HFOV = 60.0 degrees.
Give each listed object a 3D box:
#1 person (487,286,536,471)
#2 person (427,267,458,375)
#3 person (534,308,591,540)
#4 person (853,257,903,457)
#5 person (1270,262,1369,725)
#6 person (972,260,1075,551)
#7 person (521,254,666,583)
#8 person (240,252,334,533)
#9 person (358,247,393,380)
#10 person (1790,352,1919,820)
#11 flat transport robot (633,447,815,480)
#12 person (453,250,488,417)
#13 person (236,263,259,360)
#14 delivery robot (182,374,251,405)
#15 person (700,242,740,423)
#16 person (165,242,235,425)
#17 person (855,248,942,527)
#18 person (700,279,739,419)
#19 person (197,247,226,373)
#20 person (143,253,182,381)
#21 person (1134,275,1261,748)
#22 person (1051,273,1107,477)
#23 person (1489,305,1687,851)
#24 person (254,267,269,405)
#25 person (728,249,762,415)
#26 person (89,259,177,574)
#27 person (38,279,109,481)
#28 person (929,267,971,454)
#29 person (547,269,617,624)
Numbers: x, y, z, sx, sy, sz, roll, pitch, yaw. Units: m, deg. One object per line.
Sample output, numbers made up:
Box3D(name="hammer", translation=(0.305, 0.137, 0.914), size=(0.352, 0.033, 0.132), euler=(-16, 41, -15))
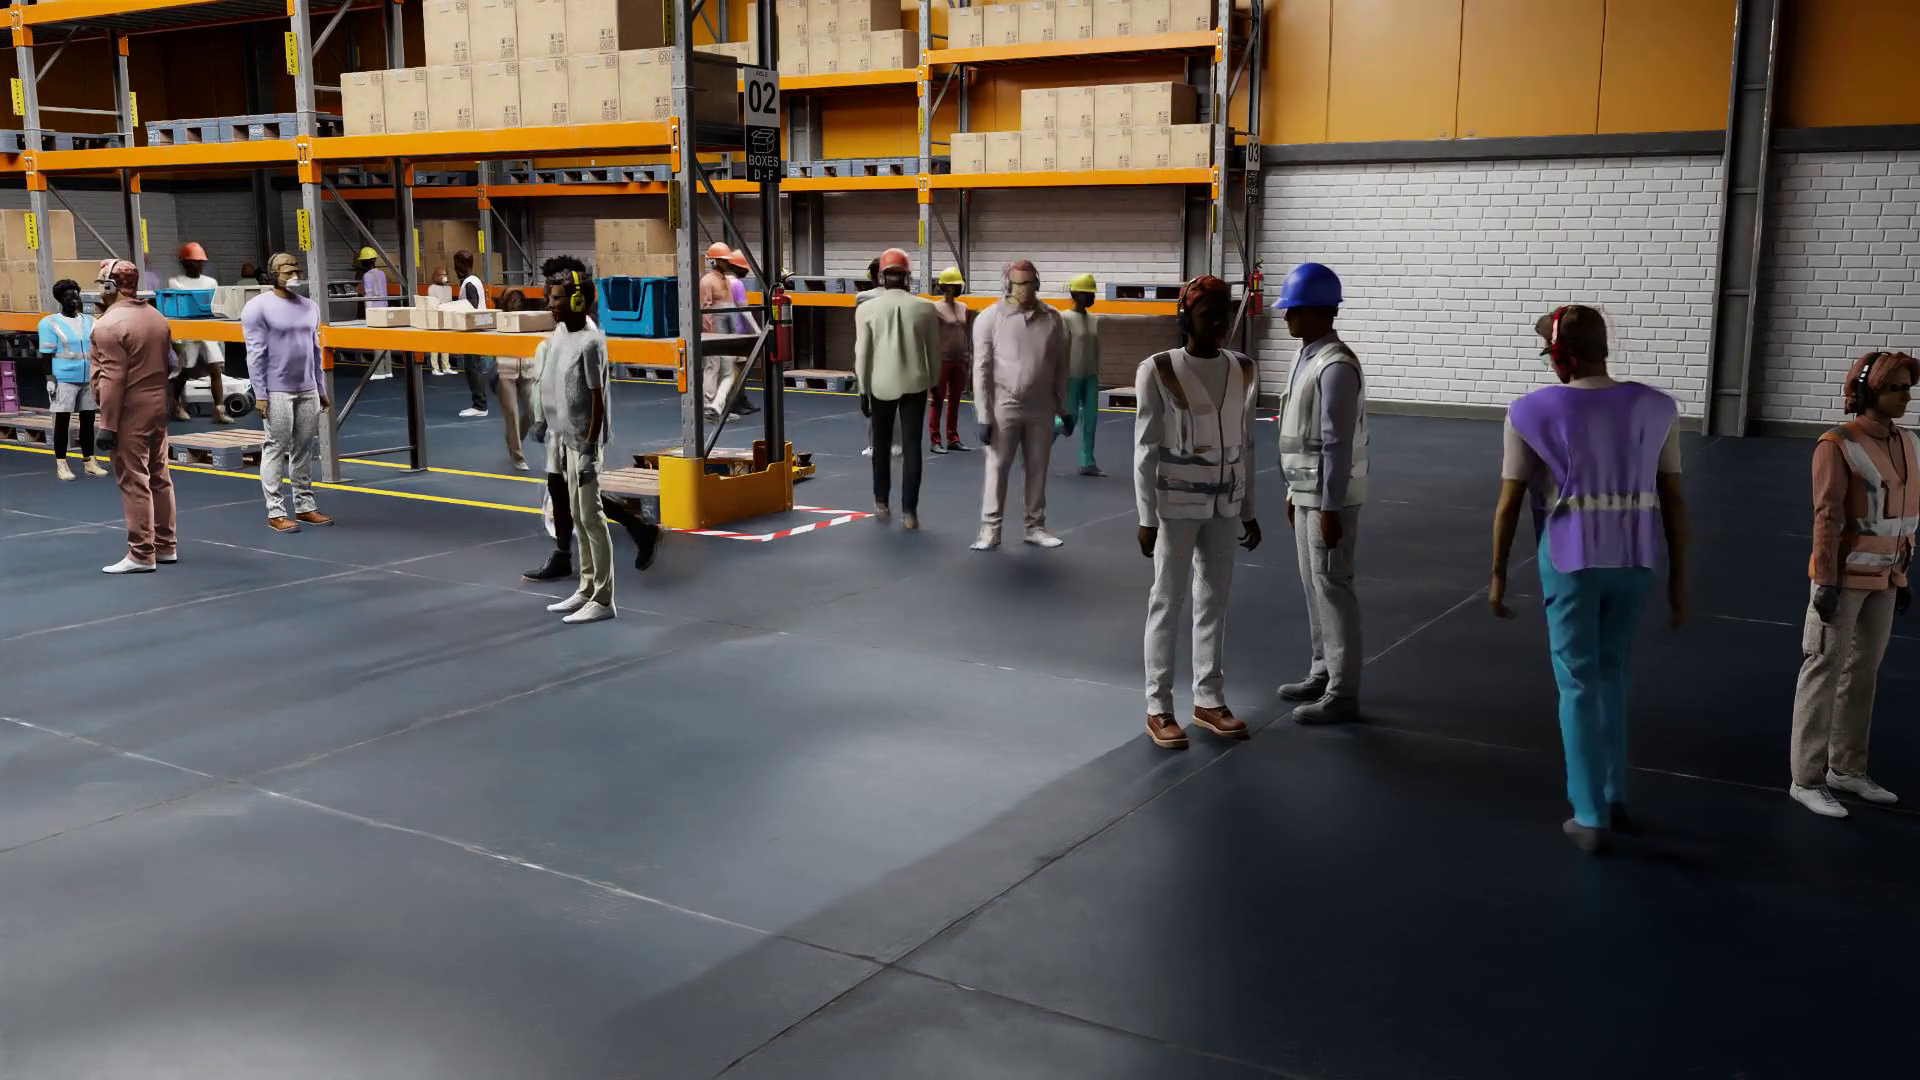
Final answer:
Box3D(name="person", translation=(-3.970, -1.445, 14.805), size=(0.535, 1.626, 0.608), euler=(-8, 13, -38))
Box3D(name="person", translation=(-7.792, -3.287, 25.003), size=(0.283, 1.626, 0.505), euler=(4, 11, 22))
Box3D(name="person", translation=(-2.653, -0.800, 11.254), size=(0.426, 1.620, 0.525), euler=(6, 12, 31))
Box3D(name="person", translation=(-0.739, -1.698, 15.529), size=(0.536, 1.865, 0.312), euler=(-3, 11, -16))
Box3D(name="person", translation=(1.502, -0.194, 7.031), size=(0.438, 1.934, 0.621), euler=(0, 10, -1))
Box3D(name="person", translation=(0.393, -0.870, 10.898), size=(0.764, 1.896, 0.393), euler=(-4, 11, -19))
Box3D(name="person", translation=(-2.198, -0.703, 9.811), size=(0.766, 1.941, 0.611), euler=(-4, 11, -19))
Box3D(name="person", translation=(-4.676, -1.030, 11.617), size=(0.371, 1.941, 0.627), euler=(5, 11, 26))
Box3D(name="person", translation=(-8.537, -3.294, 24.227), size=(0.397, 1.918, 0.588), euler=(1, 10, 4))
Box3D(name="person", translation=(3.185, 0.153, 5.896), size=(0.511, 1.640, 0.308), euler=(-6, 12, -30))
Box3D(name="flat transport robot", translation=(-2.012, -0.645, 14.112), size=(1.431, 0.197, 0.652), euler=(3, 11, 17))
Box3D(name="person", translation=(-5.625, -2.381, 19.207), size=(0.404, 1.903, 0.617), euler=(-3, 11, -16))
Box3D(name="person", translation=(-11.985, -3.861, 28.152), size=(0.283, 1.631, 0.503), euler=(10, 14, 44))
Box3D(name="delivery robot", translation=(-8.544, -1.736, 19.108), size=(0.707, 0.478, 0.477), euler=(-3, 11, -16))
Box3D(name="person", translation=(-2.672, -2.300, 18.503), size=(0.394, 1.992, 0.622), euler=(3, 11, 16))
Box3D(name="person", translation=(-8.480, -2.279, 18.380), size=(1.010, 2.008, 0.619), euler=(7, 12, 33))
Box3D(name="person", translation=(-0.446, -1.107, 12.004), size=(0.634, 1.955, 0.952), euler=(-1, 10, -5))
Box3D(name="person", translation=(-2.699, -2.111, 18.487), size=(0.518, 1.613, 0.609), euler=(3, 11, 15))
Box3D(name="person", translation=(-11.471, -3.504, 25.346), size=(0.354, 1.931, 0.635), euler=(1, 10, 6))
Box3D(name="person", translation=(-11.689, -3.202, 23.893), size=(1.024, 1.856, 0.657), euler=(1, 10, 5))
Box3D(name="person", translation=(0.960, -0.113, 6.695), size=(0.579, 1.883, 0.352), euler=(-5, 12, -27))
Box3D(name="person", translation=(0.979, -1.418, 14.287), size=(0.537, 1.747, 0.606), euler=(-9, 14, -41))
Box3D(name="person", translation=(2.117, 0.120, 5.614), size=(0.579, 1.801, 0.638), euler=(0, 10, -1))
Box3D(name="person", translation=(-8.552, -2.520, 20.550), size=(0.542, 1.695, 0.316), euler=(-5, 12, -27))
Box3D(name="person", translation=(-2.507, -2.393, 19.248), size=(0.506, 1.906, 0.565), euler=(-3, 11, -17))
Box3D(name="person", translation=(-5.073, -0.750, 10.158), size=(0.409, 1.908, 0.639), euler=(1, 10, 3))
Box3D(name="person", translation=(-7.499, -1.354, 14.086), size=(0.317, 1.695, 0.540), euler=(6, 12, 28))
Box3D(name="person", translation=(-0.089, -1.704, 15.838), size=(0.319, 1.766, 0.534), euler=(9, 14, 42))
Box3D(name="person", translation=(-2.027, -0.493, 8.838), size=(0.328, 1.872, 0.513), euler=(-5, 11, -27))
